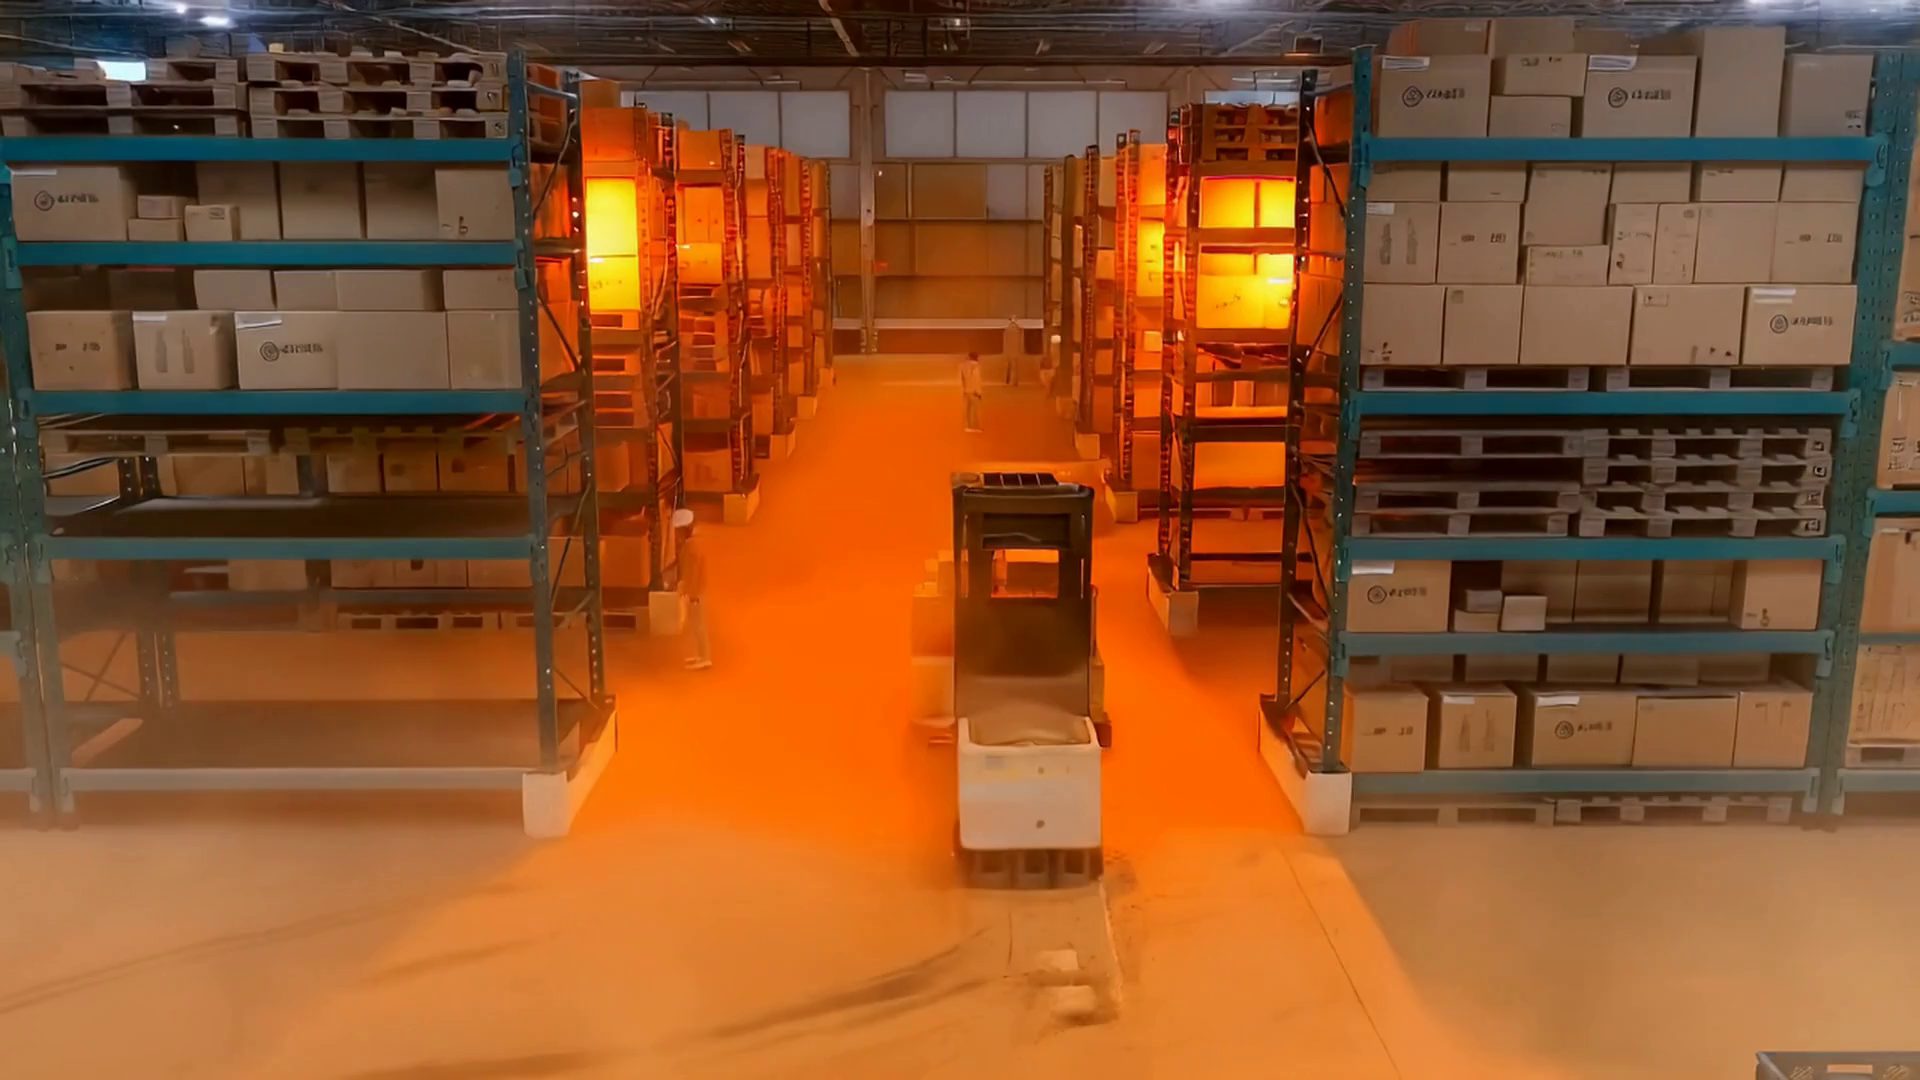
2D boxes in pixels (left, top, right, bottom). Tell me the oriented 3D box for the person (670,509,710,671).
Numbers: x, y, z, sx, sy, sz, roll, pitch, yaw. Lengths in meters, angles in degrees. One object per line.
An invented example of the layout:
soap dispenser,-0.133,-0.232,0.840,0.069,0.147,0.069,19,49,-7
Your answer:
person,-2.912,0.528,17.900,0.382,1.753,0.529,-3,12,-13

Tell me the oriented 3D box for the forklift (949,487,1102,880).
forklift,0.495,0.986,12.813,1.129,2.768,1.873,0,11,-2

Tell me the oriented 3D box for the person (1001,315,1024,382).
person,1.491,-5.388,46.877,0.645,1.884,0.795,-1,11,-5

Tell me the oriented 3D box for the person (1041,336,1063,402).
person,2.416,-4.272,41.819,0.813,1.701,0.485,-4,12,-21

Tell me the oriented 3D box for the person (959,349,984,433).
person,0.259,-3.278,36.550,0.430,1.839,0.619,-9,15,-38

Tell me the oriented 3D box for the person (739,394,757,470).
person,-3.710,-1.718,29.161,0.317,1.695,0.540,2,12,10
